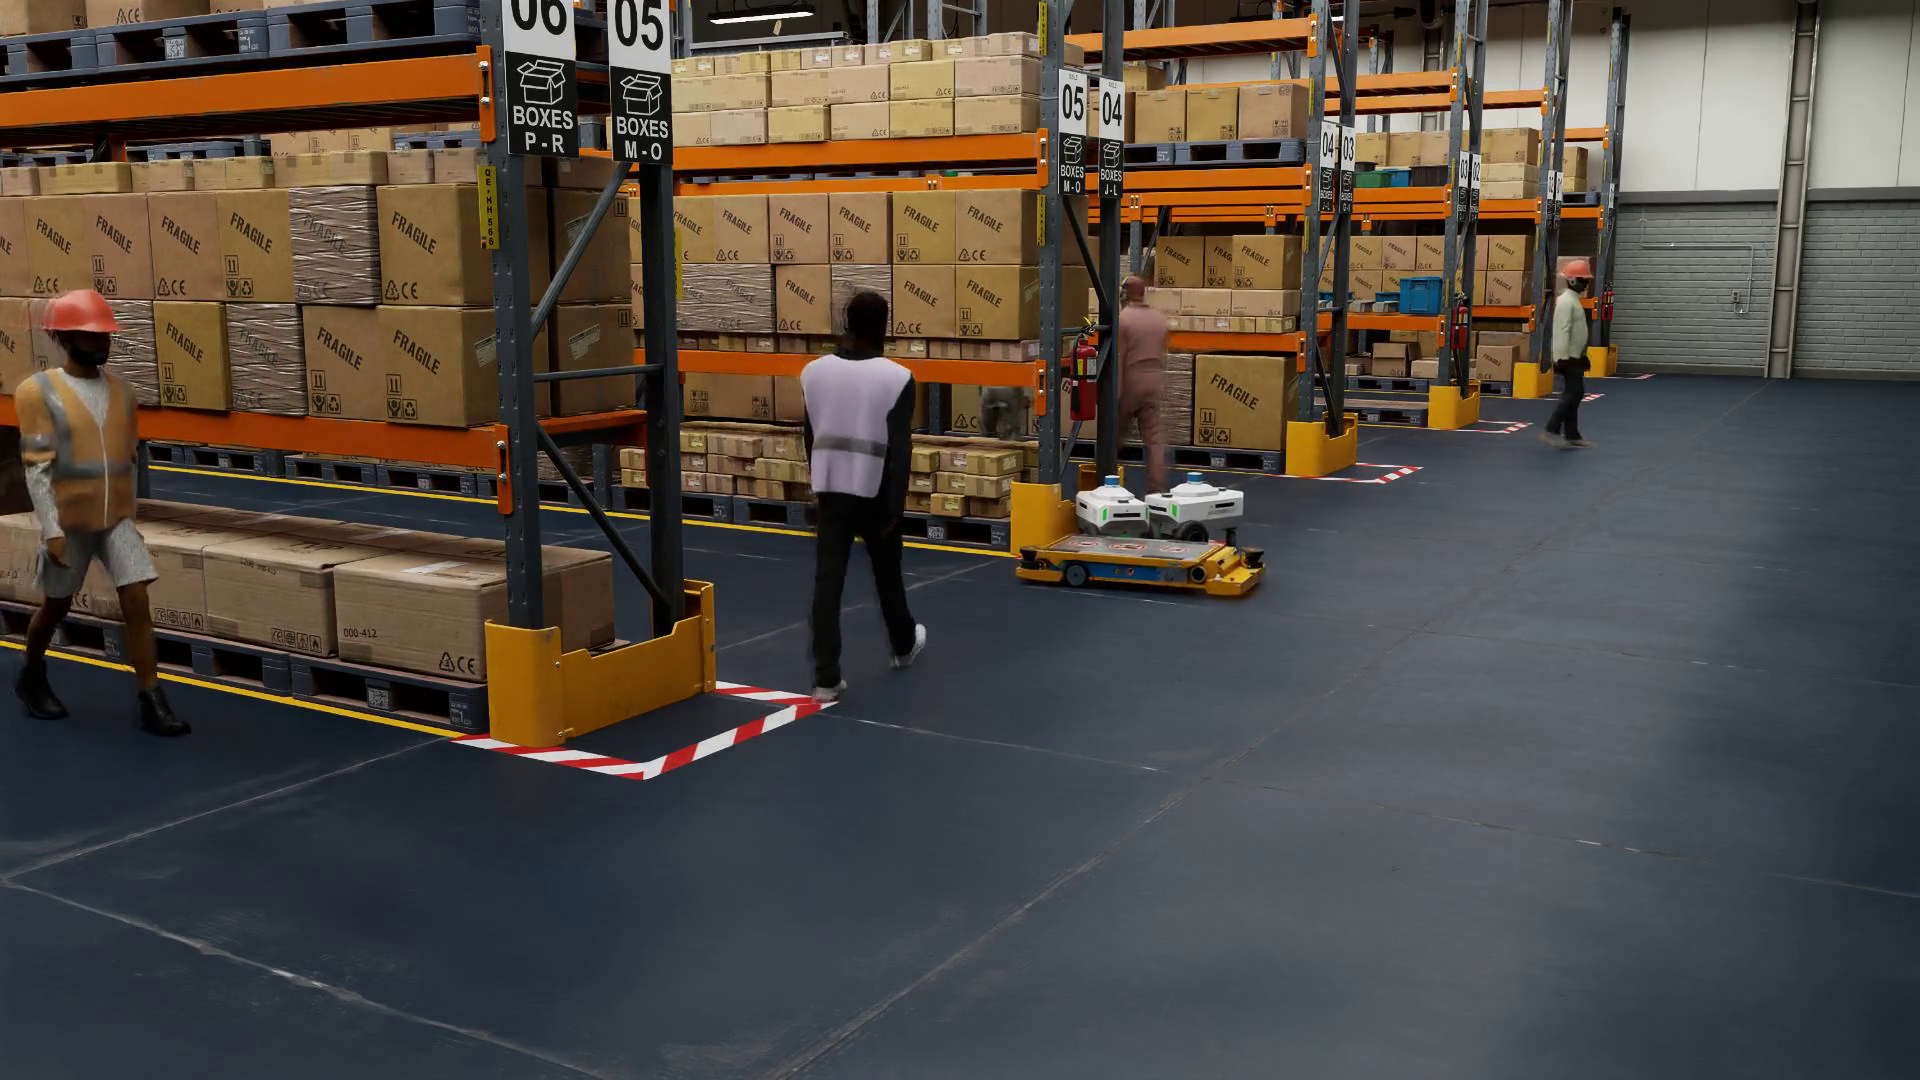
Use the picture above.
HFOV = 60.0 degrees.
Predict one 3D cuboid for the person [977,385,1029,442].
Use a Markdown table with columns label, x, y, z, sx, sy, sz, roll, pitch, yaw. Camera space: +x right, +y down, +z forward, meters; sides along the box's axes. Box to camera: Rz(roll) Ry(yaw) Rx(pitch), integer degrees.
| label | x | y | z | sx | sy | sz | roll | pitch | yaw |
| --- | --- | --- | --- | --- | --- | --- | --- | --- | --- |
| person | 0.400 | -1.215 | 14.112 | 0.638 | 1.698 | 0.328 | 6 | 11 | 31 |

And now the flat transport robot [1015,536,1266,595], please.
| label | x | y | z | sx | sy | sz | roll | pitch | yaw |
| --- | --- | --- | --- | --- | --- | --- | --- | --- | --- |
| flat transport robot | 1.126 | 0.140 | 10.340 | 1.431 | 0.197 | 0.652 | 4 | 10 | 23 |

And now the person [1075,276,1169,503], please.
| label | x | y | z | sx | sy | sz | roll | pitch | yaw |
| --- | --- | --- | --- | --- | --- | --- | --- | --- | --- |
| person | 1.368 | -1.215 | 13.621 | 0.657 | 1.859 | 0.963 | -6 | 11 | -32 |

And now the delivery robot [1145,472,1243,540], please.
| label | x | y | z | sx | sy | sz | roll | pitch | yaw |
| --- | --- | --- | --- | --- | --- | --- | --- | --- | --- |
| delivery robot | 1.597 | -0.217 | 11.322 | 0.707 | 0.478 | 0.477 | -7 | 12 | -36 |

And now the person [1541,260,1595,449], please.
| label | x | y | z | sx | sy | sz | roll | pitch | yaw |
| --- | --- | --- | --- | --- | --- | --- | --- | --- | --- |
| person | 6.459 | -1.937 | 17.474 | 0.471 | 1.986 | 0.644 | 5 | 11 | 26 |

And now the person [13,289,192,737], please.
| label | x | y | z | sx | sy | sz | roll | pitch | yaw |
| --- | --- | --- | --- | --- | --- | --- | --- | --- | --- |
| person | -3.761 | -0.119 | 7.110 | 0.971 | 1.904 | 0.537 | 6 | 11 | 32 |

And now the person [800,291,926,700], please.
| label | x | y | z | sx | sy | sz | roll | pitch | yaw |
| --- | --- | --- | --- | --- | --- | --- | --- | --- | --- |
| person | -0.459 | -0.232 | 7.880 | 0.610 | 1.857 | 1.031 | 3 | 10 | 17 |

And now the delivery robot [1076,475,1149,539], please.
| label | x | y | z | sx | sy | sz | roll | pitch | yaw |
| --- | --- | --- | --- | --- | --- | --- | --- | --- | --- |
| delivery robot | 1.019 | -0.190 | 11.167 | 0.477 | 0.478 | 0.707 | -2 | 10 | -11 |
